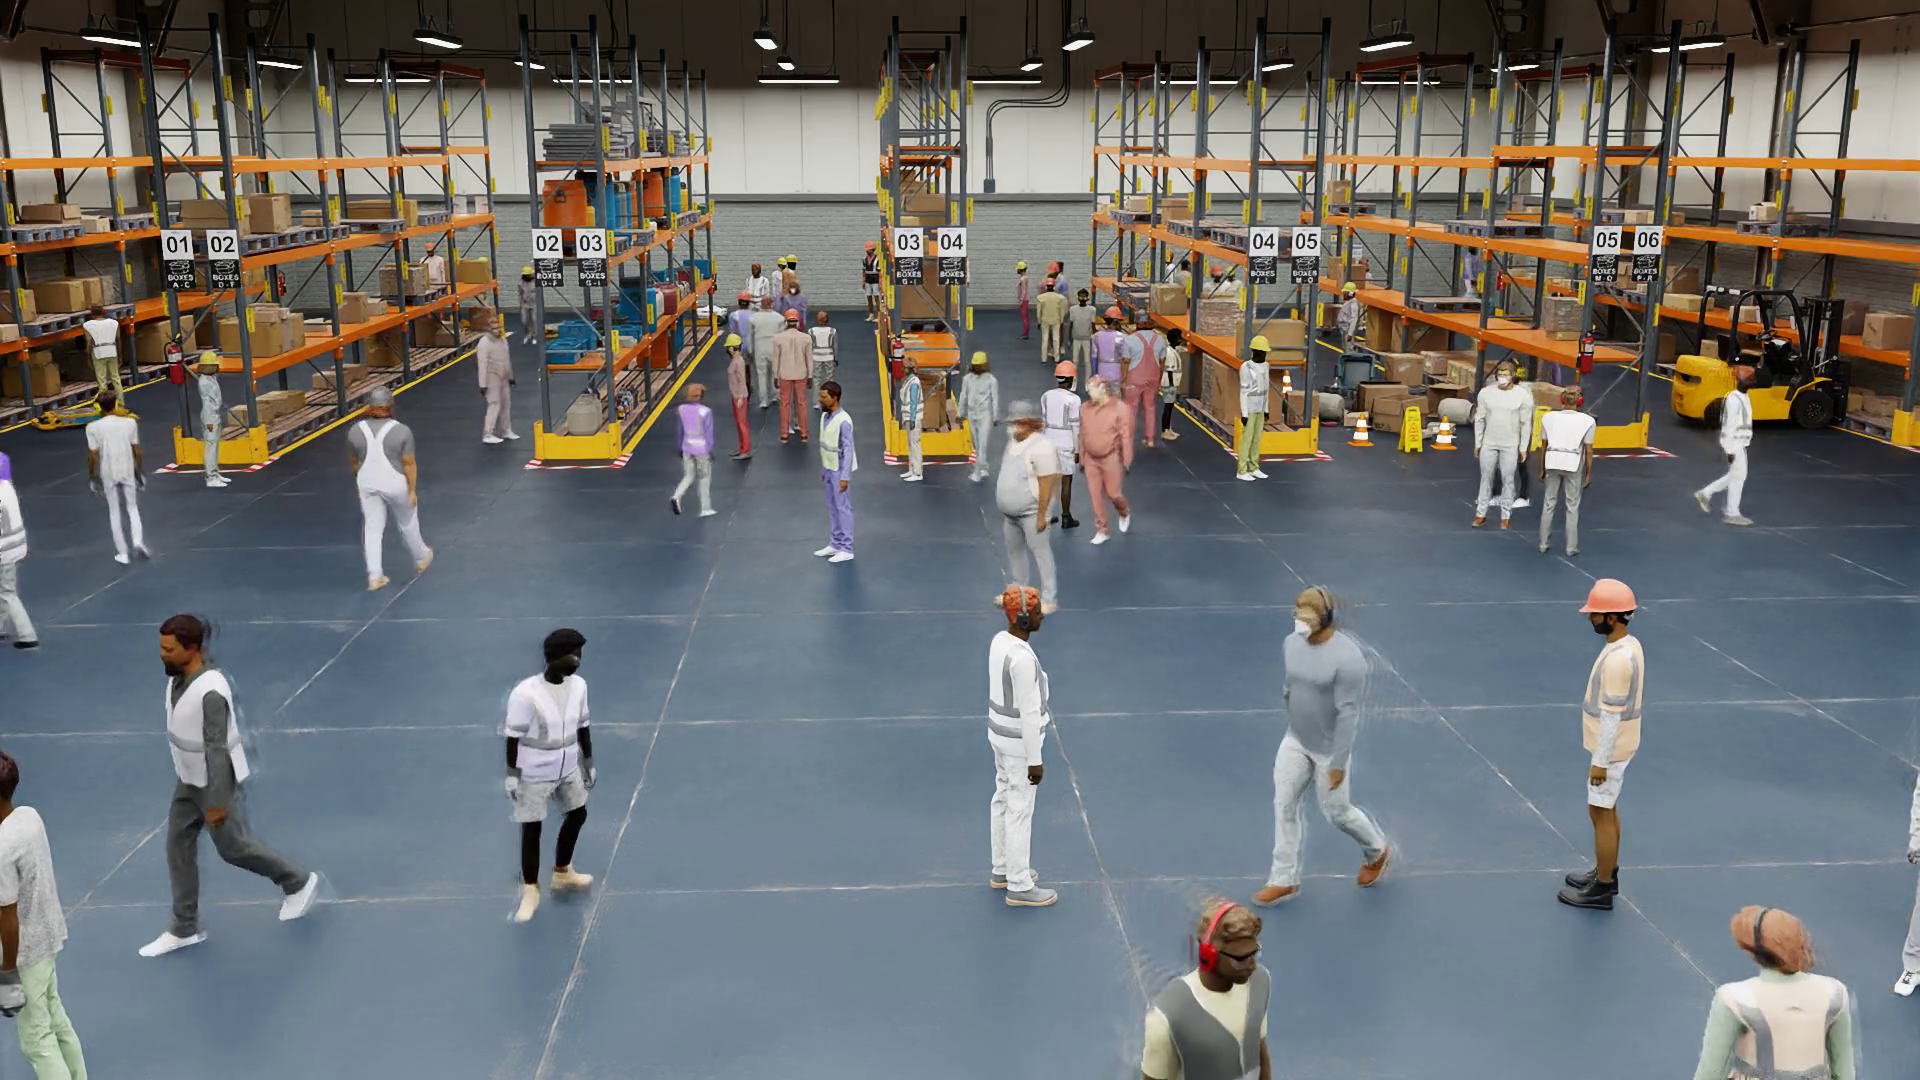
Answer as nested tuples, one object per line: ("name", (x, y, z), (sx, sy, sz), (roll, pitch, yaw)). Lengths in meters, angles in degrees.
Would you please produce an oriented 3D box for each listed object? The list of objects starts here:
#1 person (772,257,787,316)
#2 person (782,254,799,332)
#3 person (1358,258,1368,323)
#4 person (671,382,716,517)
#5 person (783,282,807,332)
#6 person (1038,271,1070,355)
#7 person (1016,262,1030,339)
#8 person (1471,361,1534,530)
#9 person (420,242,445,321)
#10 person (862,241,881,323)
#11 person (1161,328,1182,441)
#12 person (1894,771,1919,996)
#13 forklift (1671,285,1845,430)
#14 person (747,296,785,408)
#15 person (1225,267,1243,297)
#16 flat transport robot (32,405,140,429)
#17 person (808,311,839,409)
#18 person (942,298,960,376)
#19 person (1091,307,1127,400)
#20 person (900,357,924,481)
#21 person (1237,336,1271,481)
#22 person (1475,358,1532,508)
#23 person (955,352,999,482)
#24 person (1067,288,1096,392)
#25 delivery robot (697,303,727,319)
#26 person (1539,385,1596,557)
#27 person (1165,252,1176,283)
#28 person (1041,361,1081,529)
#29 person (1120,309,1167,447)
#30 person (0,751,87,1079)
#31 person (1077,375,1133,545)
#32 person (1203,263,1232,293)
("person", (-4.237, -5.857, 39.691), (0.517, 1.756, 0.347), (-10, 16, -36))
("person", (-3.887, -5.595, 38.241), (0.384, 1.920, 0.587), (-7, 15, -27))
("person", (9.983, -6.210, 41.441), (0.307, 1.637, 0.512), (11, 17, 39))
("person", (-3.144, -1.045, 19.597), (0.516, 1.619, 0.562), (8, 15, 29))
("person", (-3.418, -4.516, 34.348), (0.502, 1.600, 0.795), (1, 13, 3))
("person", (1.968, -4.846, 35.147), (0.670, 1.878, 0.530), (3, 14, 11))
("person", (1.424, -5.482, 38.083), (0.329, 1.765, 0.533), (2, 13, 7))
("person", (6.203, -1.082, 19.069), (0.628, 1.940, 0.377), (8, 15, 30))
("person", (-13.234, -6.471, 41.783), (0.619, 1.990, 0.395), (-2, 13, -9))
("person", (-2.217, -6.467, 41.699), (0.612, 2.029, 0.409), (9, 16, 34))
("person", (3.162, -2.334, 24.919), (0.323, 1.686, 0.538), (2, 13, 10))
("person", (5.097, 1.578, 8.451), (0.498, 1.634, 0.283), (9, 16, 32))
("forklift", (12.503, -2.886, 26.166), (2.313, 2.155, 1.214), (-1, 13, -3))
("person", (-3.275, -3.192, 28.184), (0.671, 1.844, 0.994), (-1, 13, -4))
("person", (5.990, -5.187, 36.870), (0.551, 1.736, 0.603), (4, 14, 16))
("flat transport robot", (-13.850, -1.955, 26.339), (1.431, 0.197, 0.652), (-10, 16, -36))
("person", (-2.291, -3.000, 27.834), (0.522, 1.639, 0.306), (-1, 13, -4))
("person", (-0.194, -4.107, 31.958), (0.420, 1.908, 0.836), (-2, 13, -9))
("person", (2.230, -2.406, 24.471), (0.605, 2.037, 0.394), (9, 16, 32))
("person", (-0.631, -1.591, 21.889), (0.312, 1.631, 0.508), (-2, 13, -9))
("person", (3.888, -1.732, 21.882), (0.392, 1.919, 0.581), (11, 17, 40))
("person", (6.636, -1.273, 20.111), (0.819, 1.837, 0.541), (-6, 15, -25))
("person", (0.205, -1.610, 21.815), (0.497, 1.701, 0.854), (7, 15, 29))
("person", (2.182, -3.585, 29.847), (0.510, 1.863, 0.333), (2, 13, 10))
("delivery robot", (-6.119, -5.614, 41.032), (0.707, 0.478, 0.477), (3, 14, 12))
("person", (6.485, -0.738, 17.844), (0.561, 1.836, 0.393), (9, 16, 35))
("person", (4.996, -5.924, 39.700), (0.337, 1.882, 0.584), (2, 13, 10))
("person", (1.187, -1.102, 19.195), (0.542, 1.928, 0.399), (11, 17, 39))
("person", (2.638, -2.365, 24.285), (0.684, 2.000, 0.535), (-5, 14, -20))
("person", (-4.013, 1.781, 7.126), (0.329, 1.861, 0.506), (-4, 14, -17))
("person", (1.615, -0.913, 18.498), (0.654, 1.869, 0.610), (8, 15, 30))
("person", (5.227, -4.614, 33.842), (0.635, 2.024, 0.494), (-2, 13, -7))
